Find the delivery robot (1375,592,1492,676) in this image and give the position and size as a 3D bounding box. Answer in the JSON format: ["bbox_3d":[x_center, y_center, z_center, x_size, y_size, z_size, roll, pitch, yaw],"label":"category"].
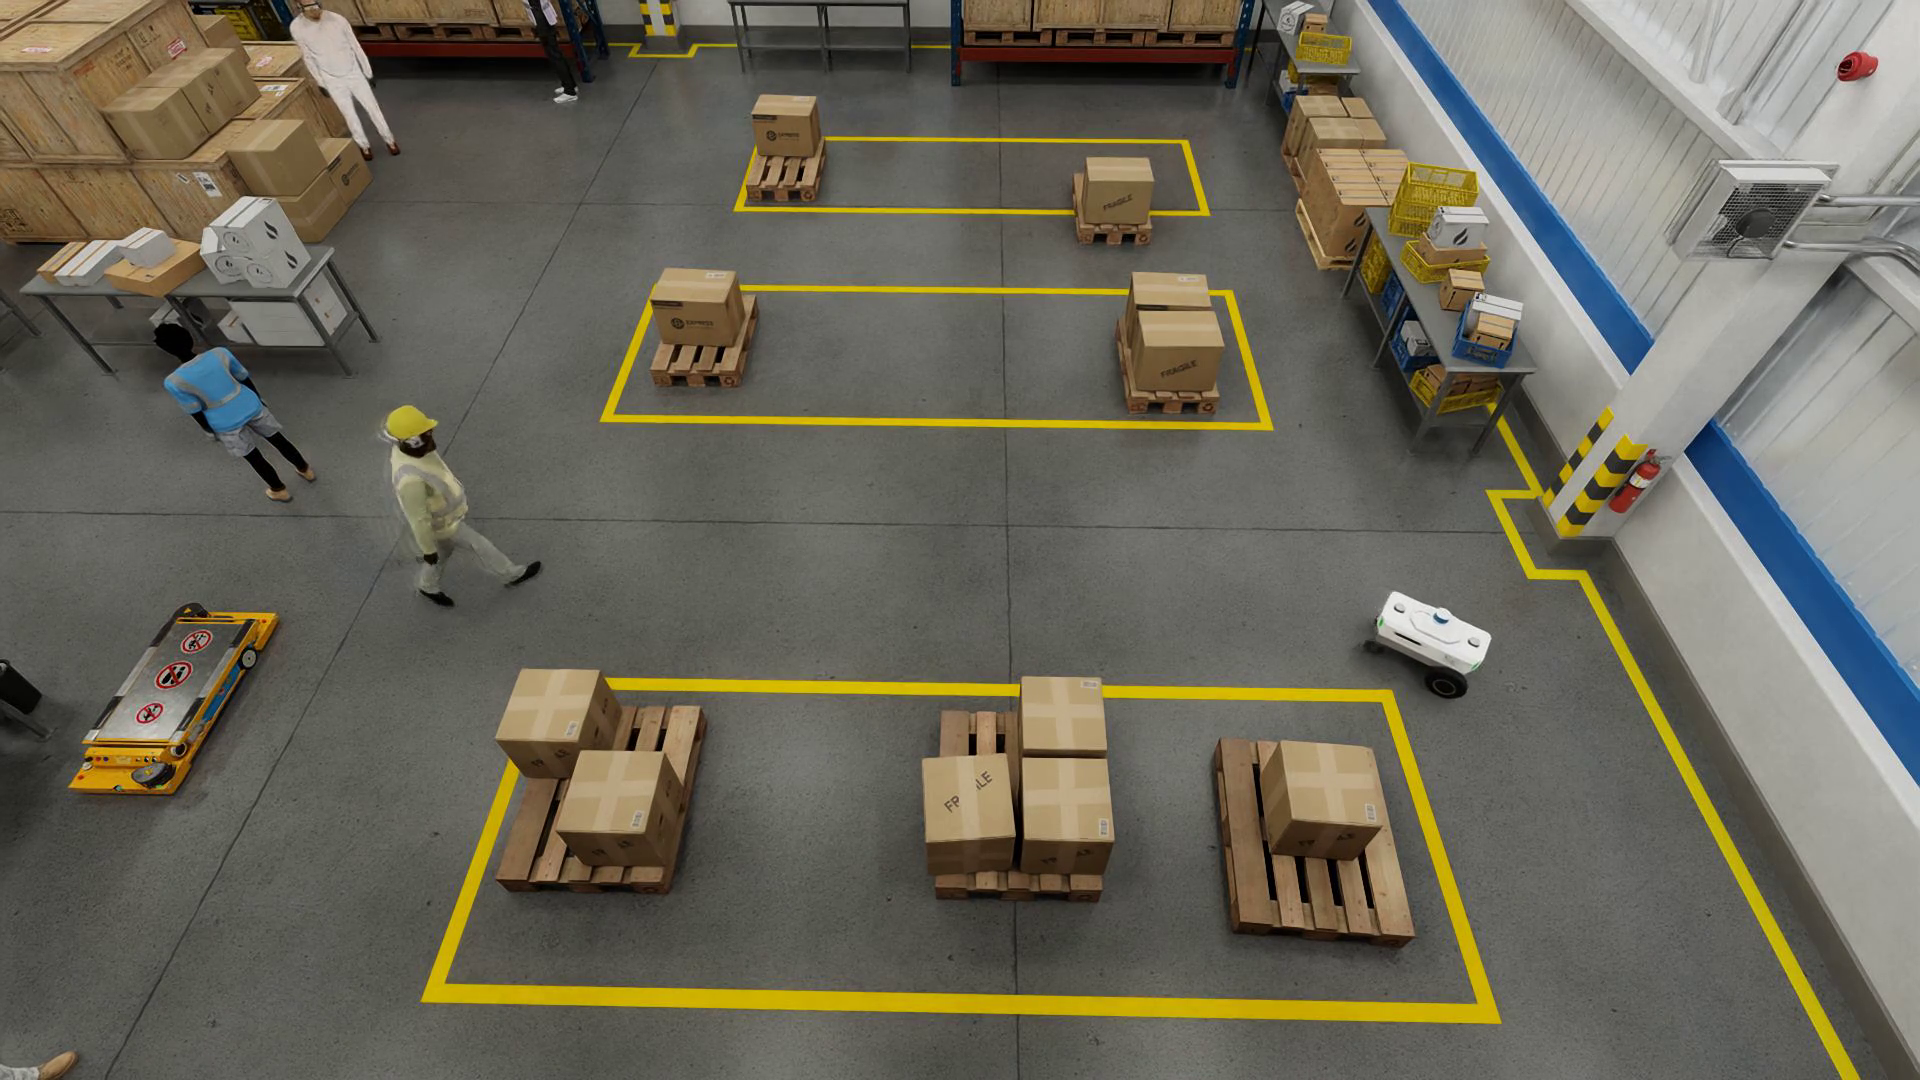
[{"bbox_3d":[3.358,0.665,6.542,0.707,0.478,0.477,27,55,21],"label":"delivery robot"}]

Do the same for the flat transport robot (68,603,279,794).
[{"bbox_3d":[-5.504,1.072,6.442,0.652,0.197,1.431,1,50,1],"label":"flat transport robot"}]

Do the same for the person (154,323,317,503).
[{"bbox_3d":[-5.742,-0.990,7.259,0.319,1.696,0.532,20,53,16],"label":"person"}]

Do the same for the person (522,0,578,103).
[{"bbox_3d":[-5.463,-6.782,12.024,0.380,1.912,0.587,-13,51,-11],"label":"person"}]

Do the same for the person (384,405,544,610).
[{"bbox_3d":[-3.747,-0.165,6.520,0.895,1.771,0.630,-22,53,-18],"label":"person"}]

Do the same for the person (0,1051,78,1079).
[{"bbox_3d":[-4.913,2.438,4.269,0.429,1.838,0.622,-36,58,-26],"label":"person"}]

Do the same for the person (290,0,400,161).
[{"bbox_3d":[-7.390,-5.555,10.992,0.651,1.905,0.398,-24,54,-19],"label":"person"}]
